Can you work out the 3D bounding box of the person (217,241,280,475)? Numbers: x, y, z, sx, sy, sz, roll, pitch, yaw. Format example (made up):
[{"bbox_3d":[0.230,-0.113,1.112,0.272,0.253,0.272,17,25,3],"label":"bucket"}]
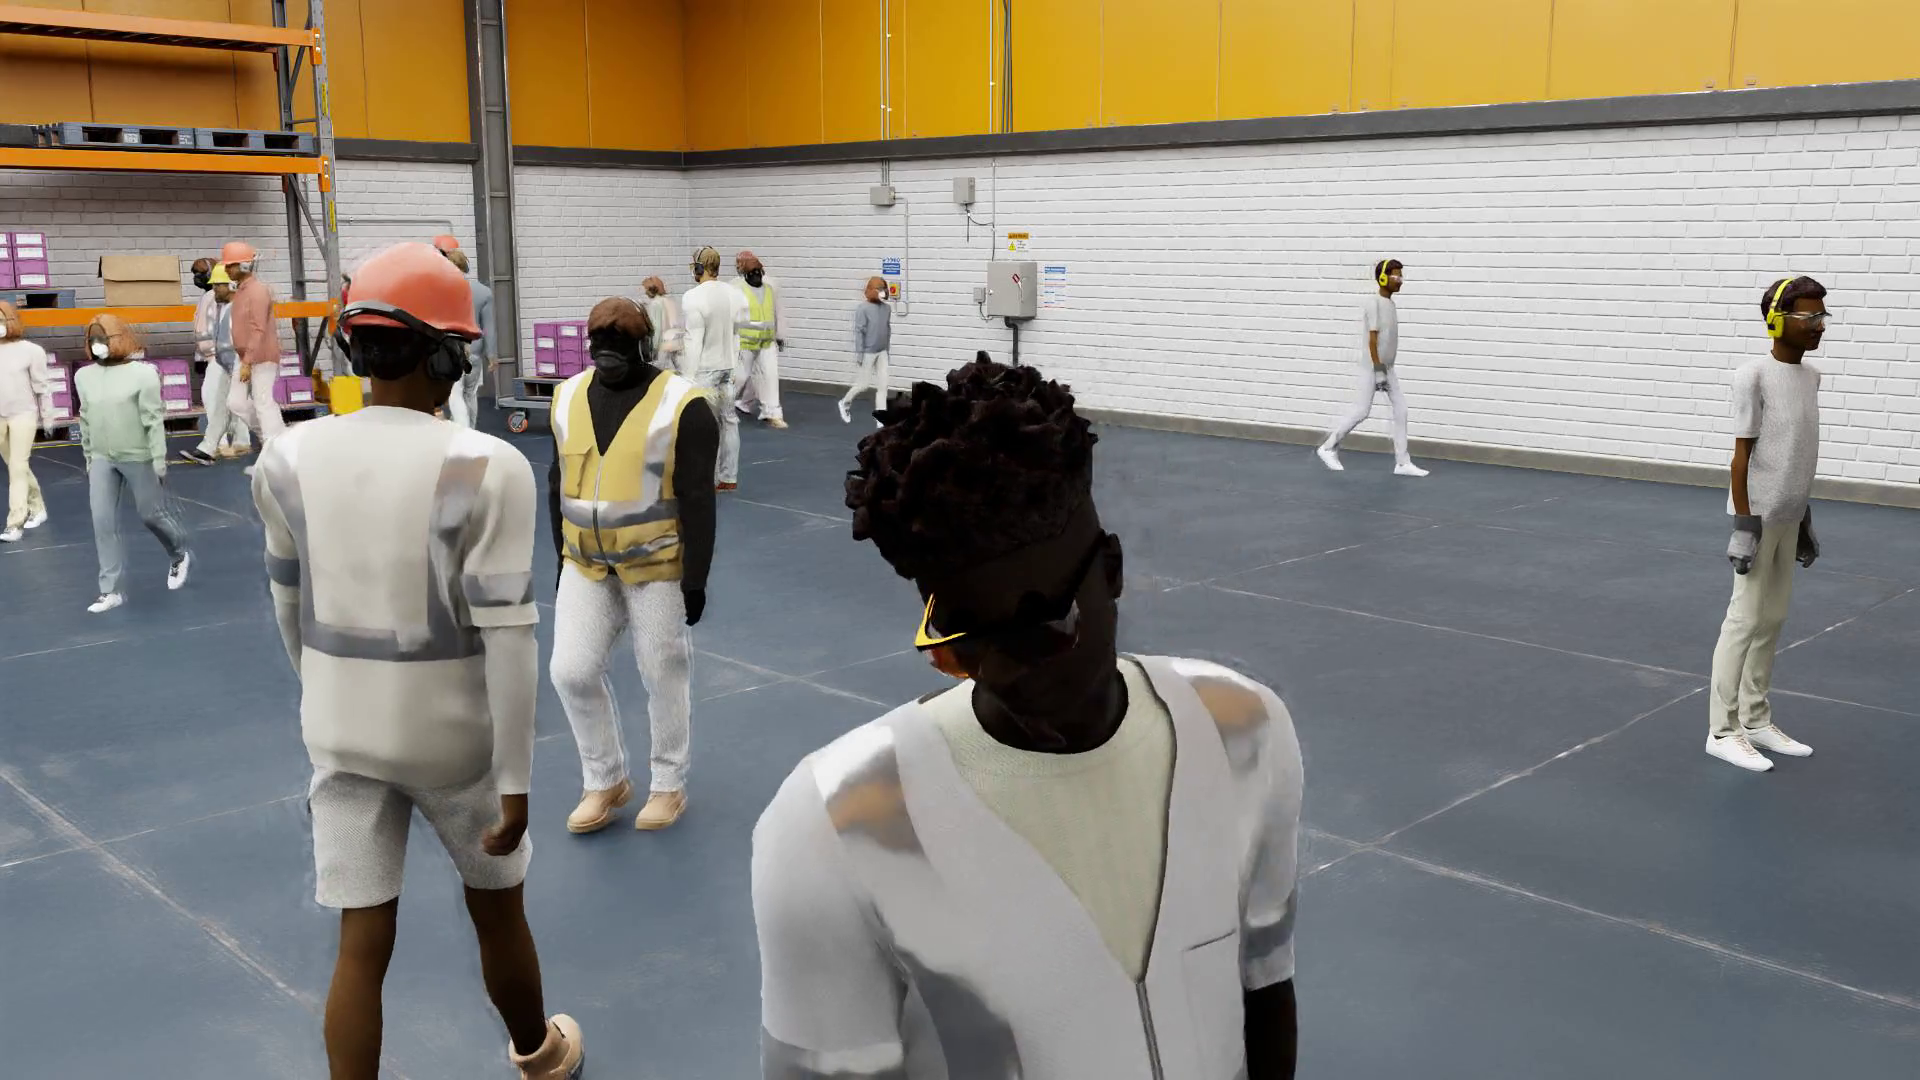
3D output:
[{"bbox_3d":[-6.000,-1.524,14.057,0.607,1.970,0.455,10,14,44],"label":"person"}]

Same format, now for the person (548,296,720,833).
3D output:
[{"bbox_3d":[-1.124,0.104,5.573,0.655,1.820,0.549,3,11,16],"label":"person"}]

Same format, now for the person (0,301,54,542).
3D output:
[{"bbox_3d":[-6.405,-0.815,11.235,0.502,1.590,0.868,0,10,-1],"label":"person"}]

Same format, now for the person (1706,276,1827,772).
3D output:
[{"bbox_3d":[3.121,-0.062,6.364,0.514,1.867,0.328,-8,13,-36],"label":"person"}]

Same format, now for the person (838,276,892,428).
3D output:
[{"bbox_3d":[-0.970,-1.969,17.478,0.671,1.607,0.508,10,14,42],"label":"person"}]

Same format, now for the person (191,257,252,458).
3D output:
[{"bbox_3d":[-6.809,-1.647,15.132,0.669,1.817,0.639,-9,13,-39],"label":"person"}]

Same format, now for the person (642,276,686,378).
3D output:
[{"bbox_3d":[-3.257,-2.082,18.184,0.946,1.559,0.525,3,11,14],"label":"person"}]

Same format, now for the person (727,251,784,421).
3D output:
[{"bbox_3d":[-2.325,-2.255,18.395,0.653,1.843,1.032,-8,13,-37],"label":"person"}]

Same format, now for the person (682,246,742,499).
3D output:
[{"bbox_3d":[-1.927,-1.287,12.842,0.365,1.939,0.636,6,12,28],"label":"person"}]

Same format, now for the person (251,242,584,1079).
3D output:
[{"bbox_3d":[-1.132,0.389,3.527,0.625,2.005,0.843,1,10,7],"label":"person"}]

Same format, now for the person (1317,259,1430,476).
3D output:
[{"bbox_3d":[3.520,-1.470,14.141,0.932,1.832,0.518,9,14,40],"label":"person"}]

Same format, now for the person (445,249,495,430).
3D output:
[{"bbox_3d":[-4.635,-1.744,15.445,0.640,1.908,0.959,-5,11,-25],"label":"person"}]

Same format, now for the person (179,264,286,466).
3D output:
[{"bbox_3d":[-6.358,-1.530,14.602,0.611,1.773,0.965,9,14,41],"label":"person"}]

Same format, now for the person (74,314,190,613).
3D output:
[{"bbox_3d":[-4.591,-0.451,9.192,0.507,1.604,0.756,1,10,5],"label":"person"}]

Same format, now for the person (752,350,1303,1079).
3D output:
[{"bbox_3d":[0.181,0.757,1.774,0.833,1.922,0.369,-7,13,-34],"label":"person"}]

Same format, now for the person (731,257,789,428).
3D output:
[{"bbox_3d":[-2.228,-2.093,17.644,0.634,1.805,0.888,-8,13,-37],"label":"person"}]

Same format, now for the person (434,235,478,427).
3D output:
[{"bbox_3d":[-5.322,-2.148,17.327,0.617,2.020,0.614,4,11,22],"label":"person"}]
